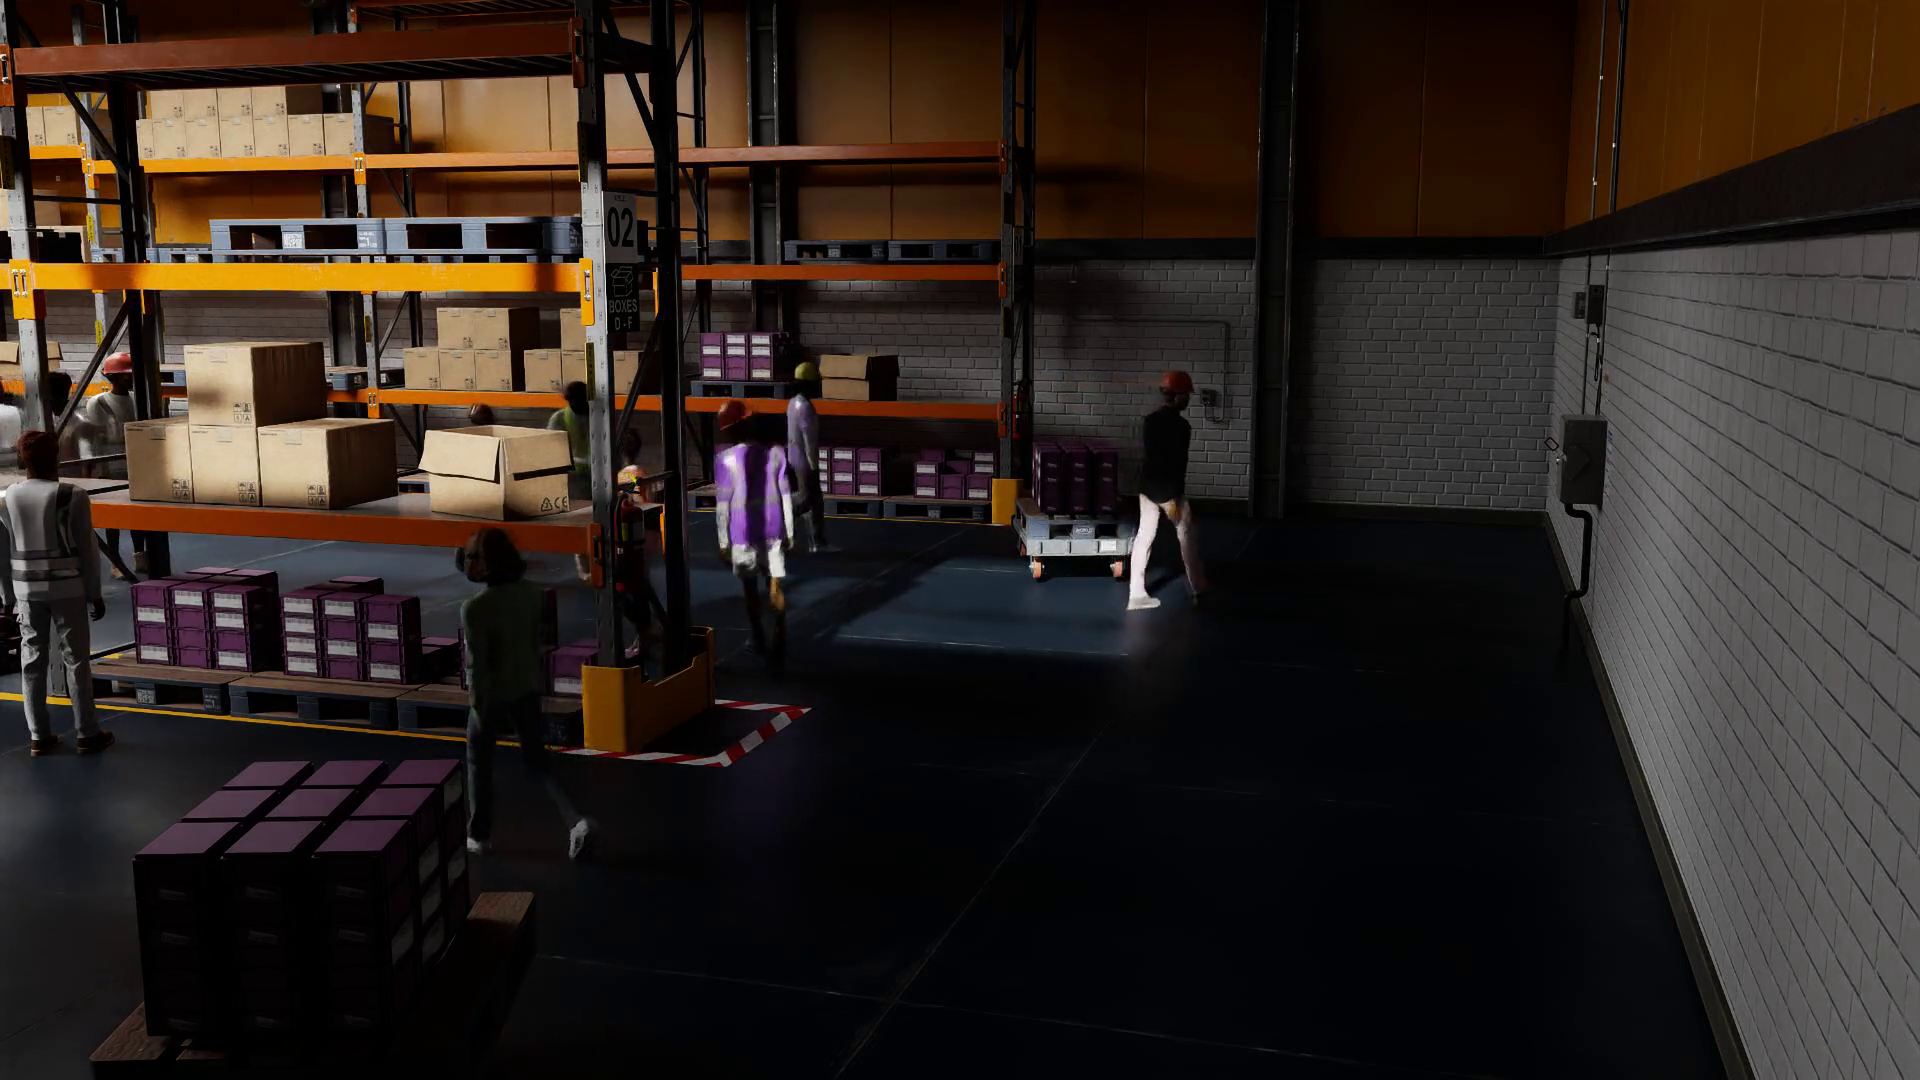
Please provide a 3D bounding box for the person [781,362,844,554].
[{"bbox_3d":[-1.561,-0.780,16.153,0.792,1.906,0.596,-2,10,-12],"label":"person"}]

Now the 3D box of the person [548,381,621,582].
[{"bbox_3d":[-3.328,-0.522,14.887,0.646,1.810,0.452,-3,10,-15],"label":"person"}]

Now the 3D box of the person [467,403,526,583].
[{"bbox_3d":[-4.141,-0.402,14.722,0.523,1.618,0.525,8,12,39],"label":"person"}]

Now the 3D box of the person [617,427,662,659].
[{"bbox_3d":[-2.344,0.039,11.812,0.362,1.682,0.548,2,10,13],"label":"person"}]

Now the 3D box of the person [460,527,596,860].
[{"bbox_3d":[-2.093,0.733,7.834,0.757,1.605,0.504,6,11,33],"label":"person"}]

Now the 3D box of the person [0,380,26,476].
[{"bbox_3d":[-8.723,-0.594,15.254,0.901,1.840,0.586,2,10,14],"label":"person"}]

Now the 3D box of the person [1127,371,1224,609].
[{"bbox_3d":[1.778,-0.409,13.724,0.939,1.948,0.625,-6,11,-33],"label":"person"}]

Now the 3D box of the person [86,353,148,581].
[{"bbox_3d":[-7.521,-0.665,15.026,0.375,2.044,0.607,4,10,25],"label":"person"}]

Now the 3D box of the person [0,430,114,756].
[{"bbox_3d":[-5.229,0.308,9.572,0.573,1.887,0.355,-1,9,-7],"label":"person"}]

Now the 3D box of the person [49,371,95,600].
[{"bbox_3d":[-7.463,-0.437,13.881,0.639,1.953,0.411,5,10,27],"label":"person"}]

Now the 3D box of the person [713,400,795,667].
[{"bbox_3d":[-1.428,-0.045,11.761,0.604,1.878,0.871,-3,10,-20],"label":"person"}]
